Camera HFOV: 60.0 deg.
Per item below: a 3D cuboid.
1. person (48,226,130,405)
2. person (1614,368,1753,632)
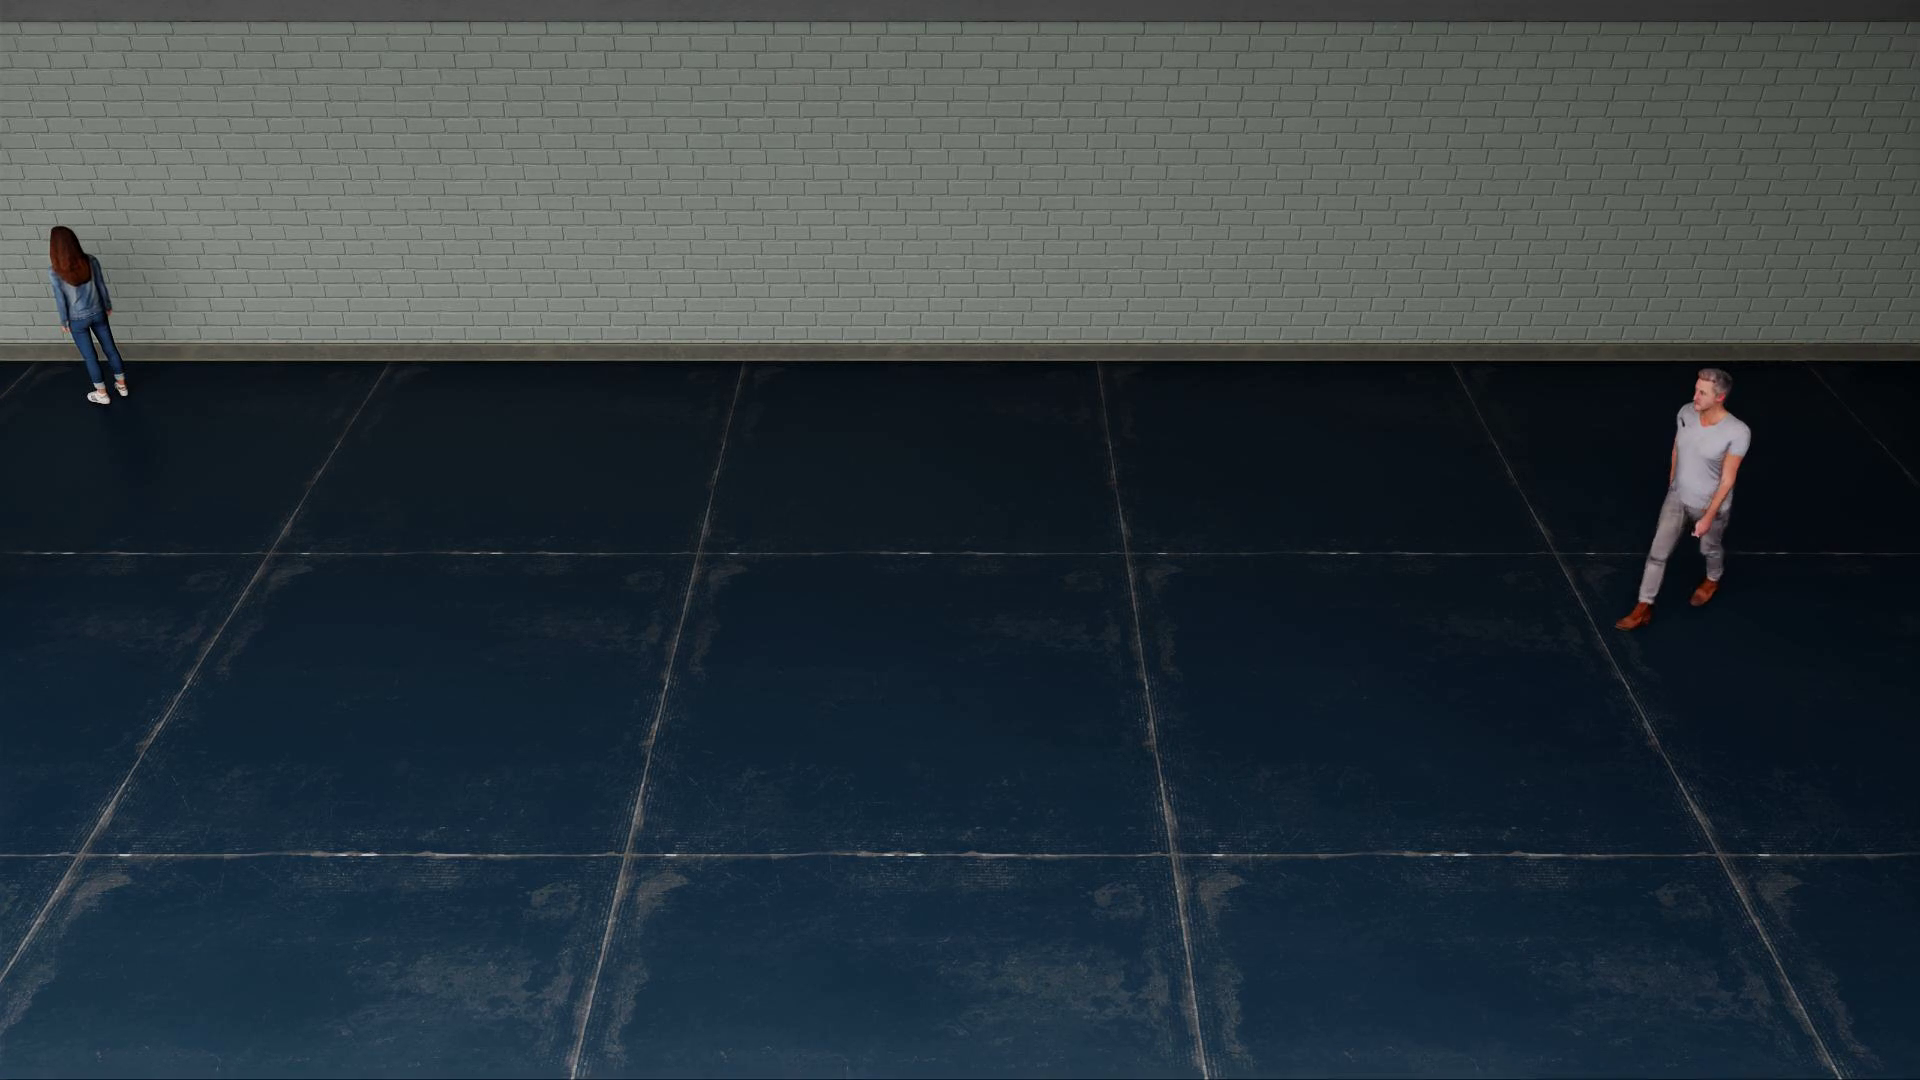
[{"bbox_3d":[-6.918,-1.787,13.170,0.707,1.477,0.621,23,39,31],"label":"person"},{"bbox_3d":[4.748,-0.262,10.550,1.189,1.776,1.237,-20,38,-28],"label":"person"}]
